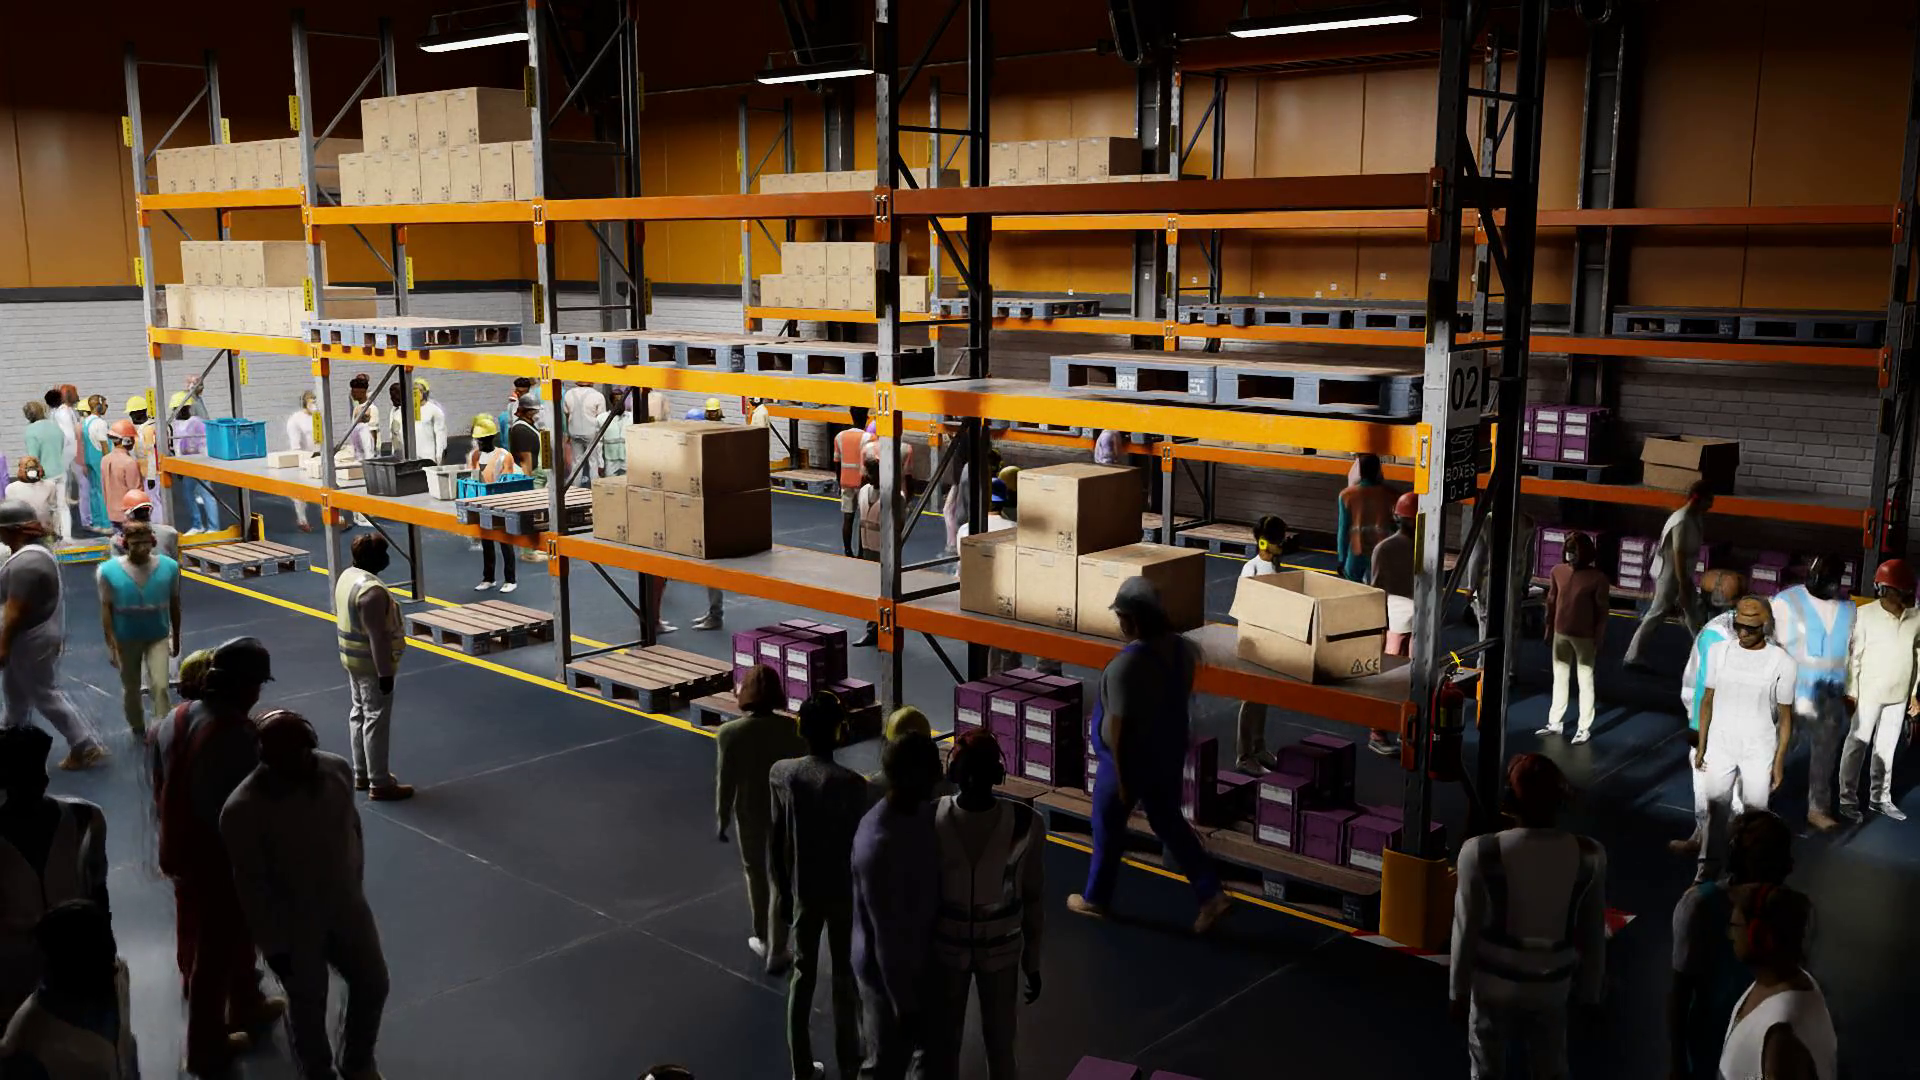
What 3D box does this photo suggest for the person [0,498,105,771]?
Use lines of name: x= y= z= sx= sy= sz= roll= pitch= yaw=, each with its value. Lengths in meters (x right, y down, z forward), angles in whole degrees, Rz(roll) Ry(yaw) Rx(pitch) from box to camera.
person: x=-6.667 y=0.670 z=11.903 sx=0.884 sy=2.000 sz=0.682 roll=-4 pitch=11 yaw=-23

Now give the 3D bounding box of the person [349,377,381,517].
person: x=-8.319 y=-1.302 z=23.313 sx=0.376 sy=1.955 sz=0.607 roll=-8 pitch=13 yaw=-38

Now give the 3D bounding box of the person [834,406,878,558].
person: x=-1.200 y=-0.657 z=19.616 sx=0.607 sy=1.966 sz=0.373 roll=6 pitch=12 yaw=31

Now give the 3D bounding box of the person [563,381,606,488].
person: x=-5.486 y=-1.579 z=24.619 sx=0.681 sy=2.000 sz=0.535 roll=4 pitch=11 yaw=19

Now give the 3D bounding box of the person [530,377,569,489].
person: x=-6.140 y=-1.625 z=24.892 sx=0.606 sy=2.037 sz=0.382 roll=0 pitch=10 yaw=-2

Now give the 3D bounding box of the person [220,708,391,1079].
person: x=-2.741 y=1.606 z=7.080 sx=0.520 sy=1.874 sz=0.674 roll=6 pitch=12 yaw=32

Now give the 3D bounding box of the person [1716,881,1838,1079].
person: x=2.570 y=1.974 z=5.185 sx=0.677 sy=1.806 sz=0.619 roll=4 pitch=11 yaw=19

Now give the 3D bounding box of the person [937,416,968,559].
person: x=0.016 y=-0.716 z=19.951 sx=0.662 sy=1.957 sz=0.664 roll=8 pitch=13 yaw=37

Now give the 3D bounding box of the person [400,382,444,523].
person: x=-7.319 y=-1.180 z=22.653 sx=0.627 sy=1.940 sz=0.371 roll=2 pitch=10 yaw=12

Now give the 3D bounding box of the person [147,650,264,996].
person: x=-3.804 y=1.426 z=8.433 sx=0.520 sy=1.758 sz=0.349 roll=-2 pitch=10 yaw=-13

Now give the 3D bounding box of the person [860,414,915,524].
person: x=-0.809 y=-0.495 z=18.751 sx=0.618 sy=1.942 sz=0.654 roll=0 pitch=10 yaw=-2

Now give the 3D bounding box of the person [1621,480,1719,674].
person: x=6.312 y=0.350 z=14.483 sx=1.005 sy=1.766 sz=0.645 roll=8 pitch=13 yaw=37

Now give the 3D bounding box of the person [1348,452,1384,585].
person: x=4.100 y=-0.168 z=16.949 sx=0.372 sy=1.934 sz=0.627 roll=-1 pitch=10 yaw=-3

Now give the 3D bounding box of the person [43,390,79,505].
person: x=-13.172 y=-1.344 z=24.259 sx=0.535 sy=1.697 sz=0.321 roll=6 pitch=12 yaw=32

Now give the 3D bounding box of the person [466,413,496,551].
person: x=-5.920 y=-0.719 z=20.654 sx=0.412 sy=1.719 sz=0.538 roll=-1 pitch=10 yaw=-4

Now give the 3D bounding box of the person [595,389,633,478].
person: x=-4.492 y=-1.029 z=21.850 sx=0.595 sy=1.921 sz=0.386 roll=-5 pitch=11 yaw=-28

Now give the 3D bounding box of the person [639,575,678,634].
person: x=-3.002 y=-0.025 z=16.222 sx=0.396 sy=1.908 sz=0.600 roll=-6 pitch=11 yaw=-29

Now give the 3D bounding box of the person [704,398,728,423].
person: x=-3.311 y=-1.045 z=22.440 sx=0.487 sy=1.744 sz=0.296 roll=-2 pitch=10 yaw=-11

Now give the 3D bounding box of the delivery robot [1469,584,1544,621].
delivery robot: x=5.383 y=0.576 z=16.369 sx=0.707 sy=0.478 sz=0.477 roll=-4 pitch=11 yaw=-22

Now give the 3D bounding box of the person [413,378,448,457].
person: x=-7.678 y=-1.383 z=23.903 sx=0.620 sy=1.900 sz=0.471 roll=6 pitch=12 yaw=30

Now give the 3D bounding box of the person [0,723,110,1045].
person: x=-3.723 y=1.652 z=6.671 sx=0.622 sy=1.929 sz=0.973 roll=-9 pitch=13 yaw=-40

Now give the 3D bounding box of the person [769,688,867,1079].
person: x=-0.585 y=1.569 z=7.326 sx=0.507 sy=1.865 sz=0.329 roll=4 pitch=11 yaw=23

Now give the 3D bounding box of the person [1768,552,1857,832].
person: x=5.542 y=0.950 z=10.933 sx=0.626 sy=1.818 sz=0.700 roll=-1 pitch=10 yaw=-6

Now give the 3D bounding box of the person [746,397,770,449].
person: x=-2.953 y=-1.387 z=24.388 sx=0.350 sy=1.739 sz=0.574 roll=-1 pitch=10 yaw=-7

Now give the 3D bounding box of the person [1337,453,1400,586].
person: x=3.796 y=0.112 z=15.545 sx=0.606 sy=1.864 sz=0.938 roll=0 pitch=10 yaw=-1

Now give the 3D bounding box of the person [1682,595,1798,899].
person: x=4.432 y=1.207 z=9.436 sx=0.505 sy=1.840 sz=0.346 roll=10 pitch=14 yaw=44

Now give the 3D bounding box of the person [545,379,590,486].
person: x=-6.236 y=-1.753 z=26.102 sx=0.946 sy=1.862 sz=0.670 roll=2 pitch=10 yaw=13

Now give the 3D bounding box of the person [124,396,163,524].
person: x=-10.198 y=-0.848 z=20.861 sx=0.399 sy=1.912 sz=0.592 roll=-7 pitch=12 yaw=-34

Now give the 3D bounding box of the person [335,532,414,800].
person: x=-4.023 y=0.854 z=11.425 sx=0.429 sy=1.841 sz=0.634 roll=-8 pitch=13 yaw=-37

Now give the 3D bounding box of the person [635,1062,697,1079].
person: x=-0.710 y=2.143 z=4.183 sx=0.647 sy=1.821 sz=0.663 roll=-3 pitch=11 yaw=-19

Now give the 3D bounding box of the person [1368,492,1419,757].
person: x=3.310 y=0.618 z=12.360 sx=0.620 sy=1.986 sz=0.408 roll=-6 pitch=12 yaw=-30

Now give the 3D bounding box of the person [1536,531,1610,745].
person: x=4.680 y=0.739 z=12.665 sx=0.279 sy=1.632 sz=0.502 roll=-7 pitch=12 yaw=-36

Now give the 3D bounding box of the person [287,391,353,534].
person: x=-8.420 y=-0.996 z=21.738 sx=0.976 sy=1.886 sz=0.647 roll=7 pitch=12 yaw=36
